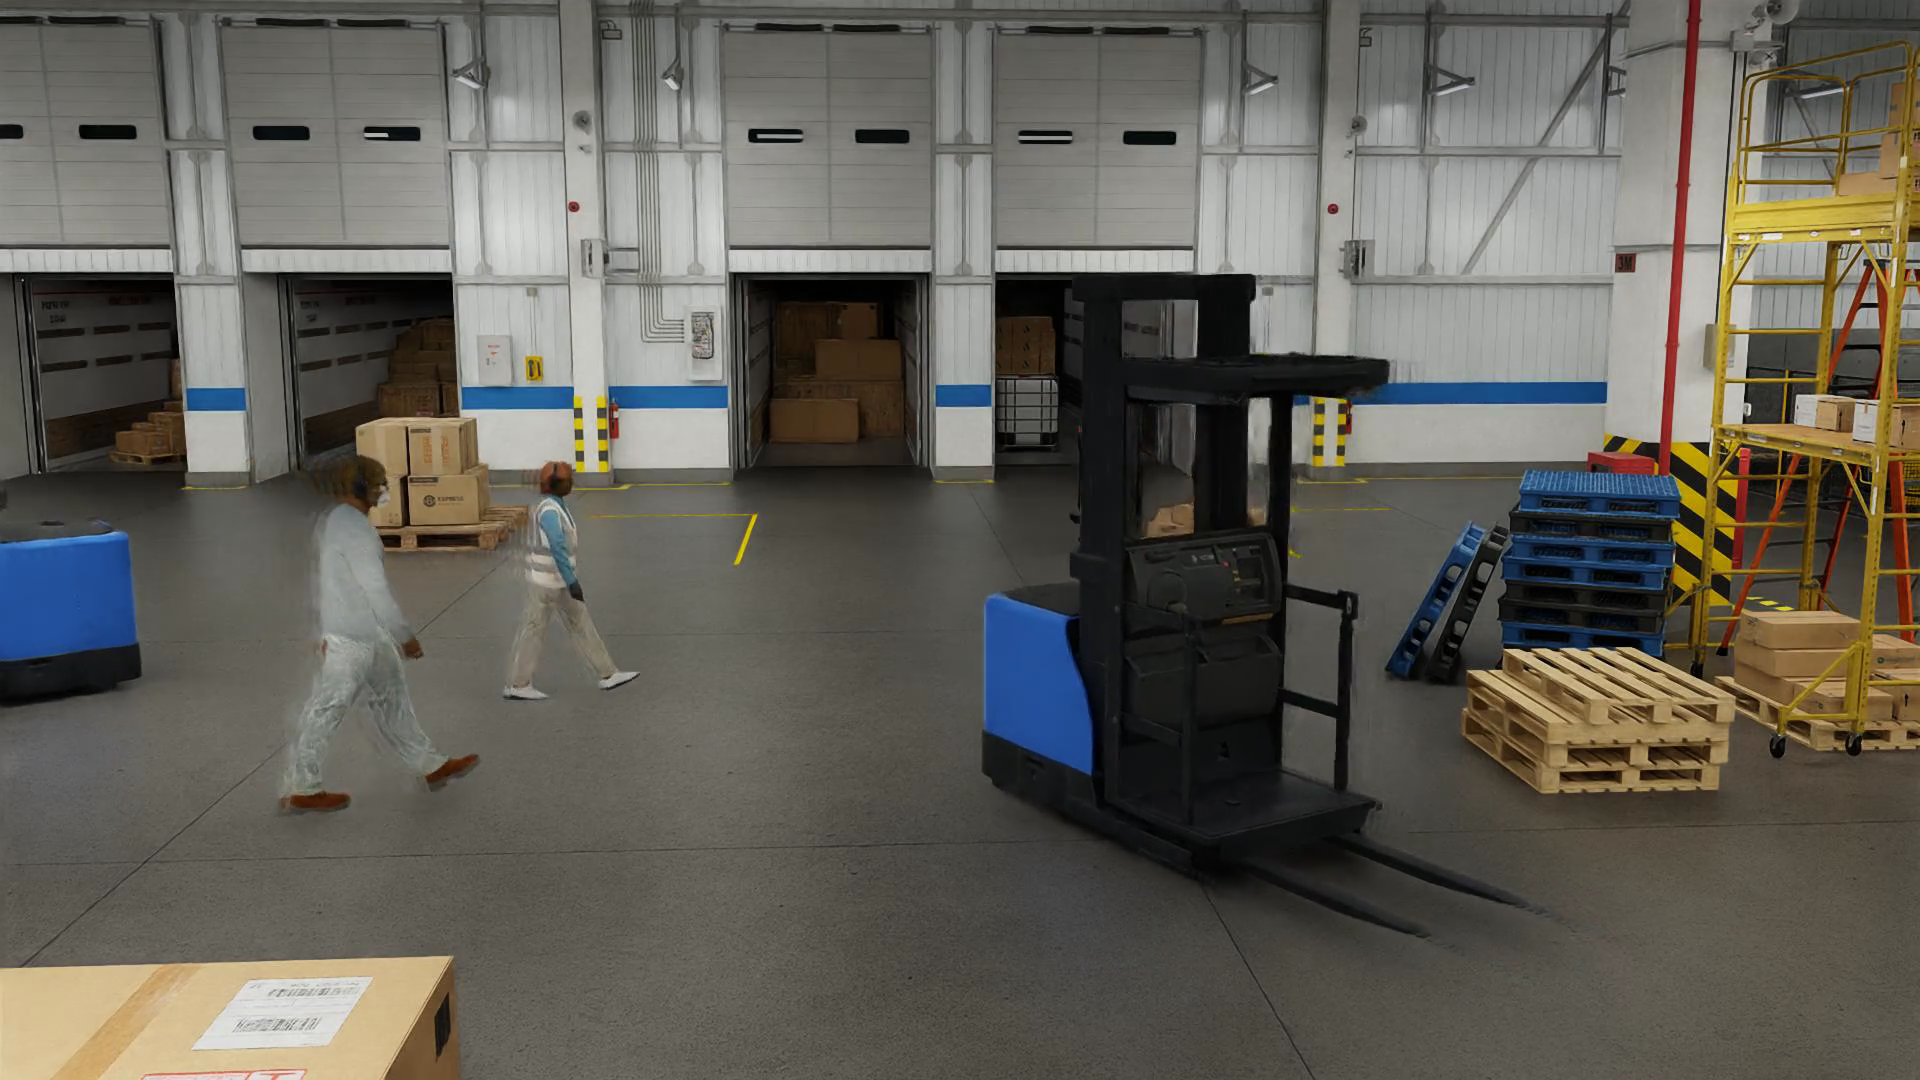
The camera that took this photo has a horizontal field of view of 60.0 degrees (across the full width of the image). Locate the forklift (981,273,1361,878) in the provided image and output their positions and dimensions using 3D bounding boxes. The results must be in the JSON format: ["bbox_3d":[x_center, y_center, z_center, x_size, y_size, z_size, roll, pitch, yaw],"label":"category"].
[{"bbox_3d":[1.022,0.034,8.536,1.129,2.768,1.873,-6,11,-32],"label":"forklift"}]

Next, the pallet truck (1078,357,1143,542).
[{"bbox_3d":[2.088,-0.836,16.757,1.885,1.965,0.823,2,9,13],"label":"pallet truck"}]

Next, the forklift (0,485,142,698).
[{"bbox_3d":[-6.622,-0.356,10.983,1.873,2.768,1.129,-7,11,-38],"label":"forklift"}]

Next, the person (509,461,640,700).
[{"bbox_3d":[-2.614,0.278,11.035,0.862,1.594,0.519,0,9,-2],"label":"person"}]

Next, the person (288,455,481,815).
[{"bbox_3d":[-3.109,0.491,8.786,1.010,1.878,0.619,-4,10,-23],"label":"person"}]

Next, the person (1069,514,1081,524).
[{"bbox_3d":[1.553,-1.035,18.299,0.903,1.900,0.576,4,10,22],"label":"person"}]
